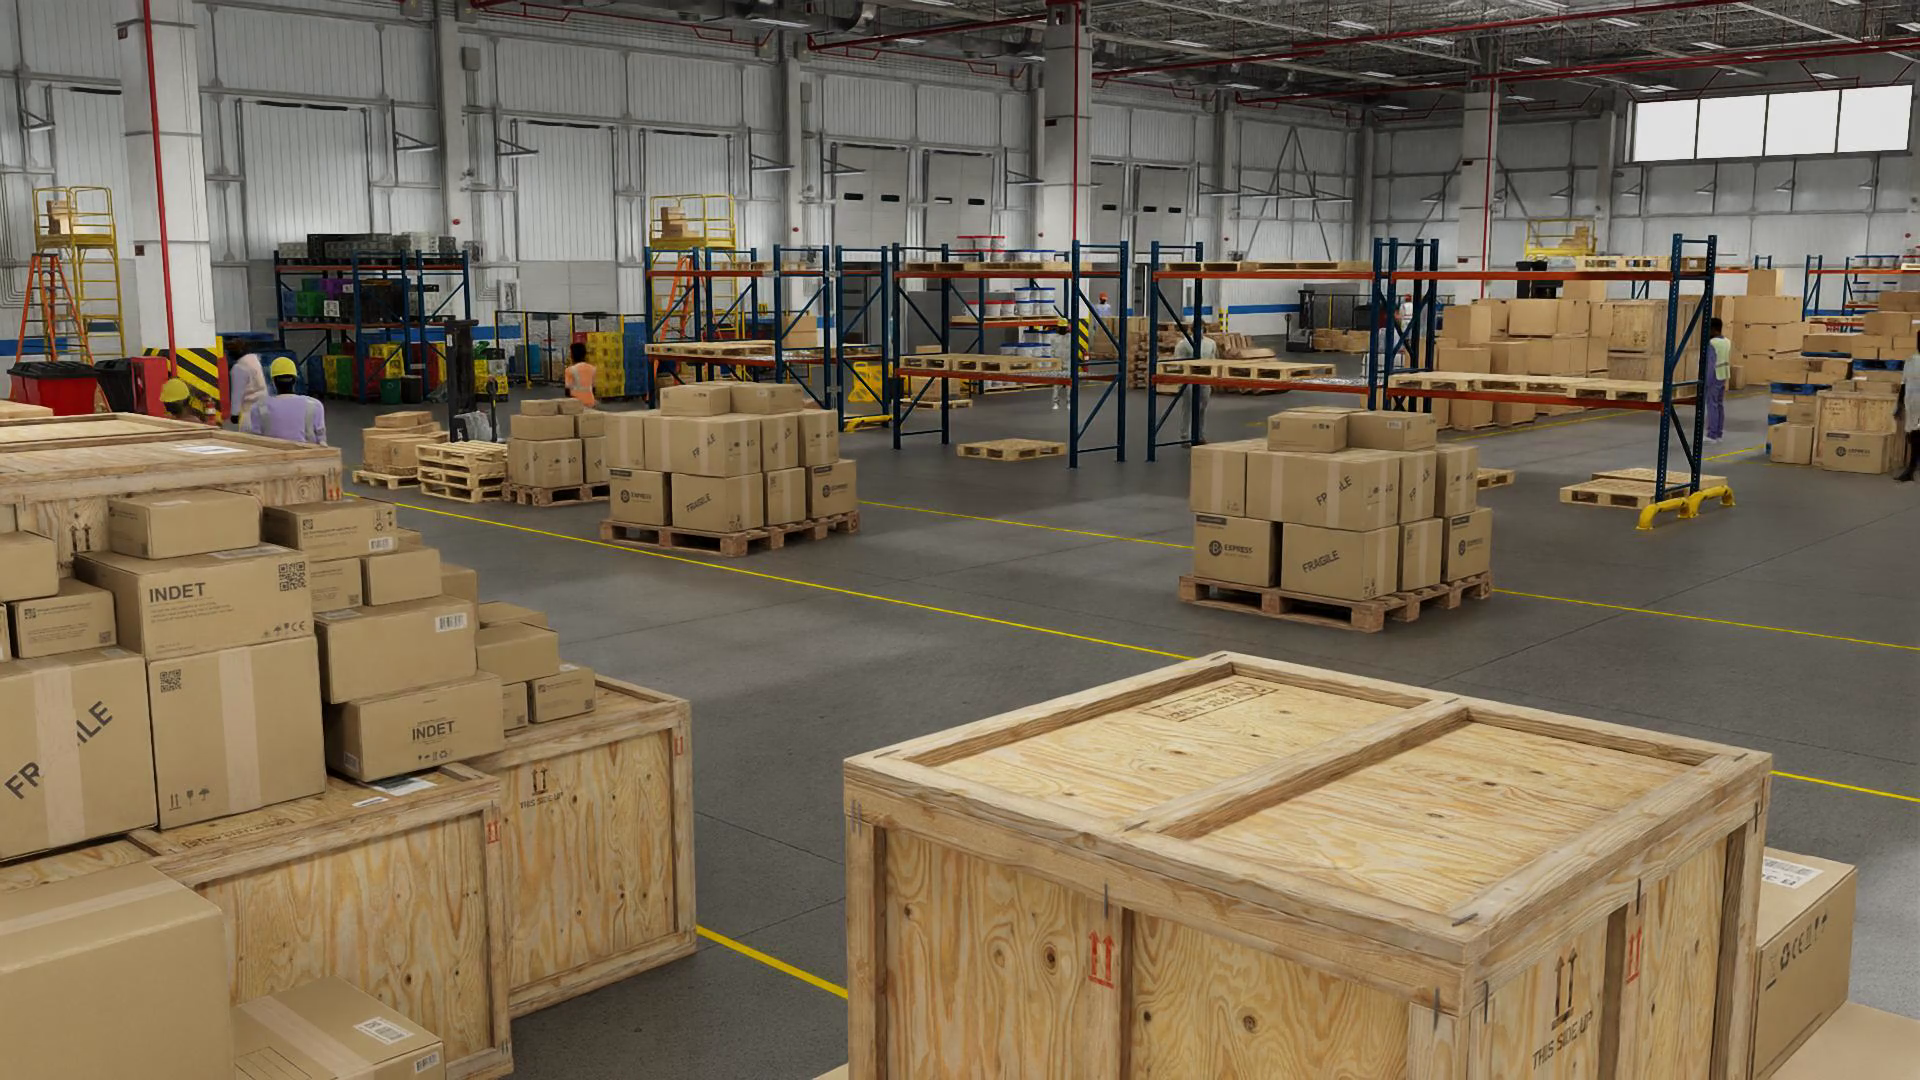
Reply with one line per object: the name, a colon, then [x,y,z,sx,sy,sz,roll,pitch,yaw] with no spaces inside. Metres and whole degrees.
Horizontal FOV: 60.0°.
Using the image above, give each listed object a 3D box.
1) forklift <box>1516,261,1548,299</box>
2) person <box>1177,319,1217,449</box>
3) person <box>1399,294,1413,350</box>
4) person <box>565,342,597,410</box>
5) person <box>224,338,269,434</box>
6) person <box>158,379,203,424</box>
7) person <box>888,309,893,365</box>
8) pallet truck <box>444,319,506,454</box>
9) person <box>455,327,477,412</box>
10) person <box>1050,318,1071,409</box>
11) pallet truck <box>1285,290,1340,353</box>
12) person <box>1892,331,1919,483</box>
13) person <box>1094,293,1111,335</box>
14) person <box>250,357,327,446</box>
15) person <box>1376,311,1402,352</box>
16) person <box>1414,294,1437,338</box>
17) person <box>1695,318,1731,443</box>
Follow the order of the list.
forklift: [12.922,-4.937,37.814,1.873,2.768,1.129,9,13,43]
person: [3.510,-2.322,24.668,0.630,1.936,0.369,-3,10,-17]
person: [14.528,-7.042,53.891,0.574,1.854,0.887,1,9,6]
person: [-5.083,-1.833,22.501,0.661,1.685,0.539,6,11,33]
person: [-9.133,-1.681,21.205,0.823,1.788,0.699,-2,9,-9]
person: [-6.557,-0.493,14.019,0.548,1.738,0.398,5,10,27]
person: [-1.723,-5.260,43.617,0.314,1.634,0.516,3,10,19]
pallet truck: [-6.981,-1.942,22.150,1.885,1.965,0.823,1,9,9]
person: [-7.995,-2.608,26.717,0.349,1.842,0.505,4,10,22]
person: [1.944,-3.332,31.473,0.484,1.738,0.320,2,9,10]
pallet truck: [11.297,-6.951,52.861,1.885,1.965,0.823,-5,11,-29]
person: [12.030,-1.677,20.710,0.814,1.939,0.610,-2,10,-13]
person: [4.381,-6.642,51.191,0.543,1.929,0.386,-1,9,-8]
person: [-5.654,-0.581,14.059,0.594,1.916,0.412,-4,10,-21]
person: [8.014,-3.370,31.331,0.581,1.869,1.040,-3,10,-17]
person: [13.275,-6.041,47.464,0.635,1.937,0.352,5,10,27]
person: [11.561,-2.437,25.464,0.587,1.908,0.387,-9,13,-43]
